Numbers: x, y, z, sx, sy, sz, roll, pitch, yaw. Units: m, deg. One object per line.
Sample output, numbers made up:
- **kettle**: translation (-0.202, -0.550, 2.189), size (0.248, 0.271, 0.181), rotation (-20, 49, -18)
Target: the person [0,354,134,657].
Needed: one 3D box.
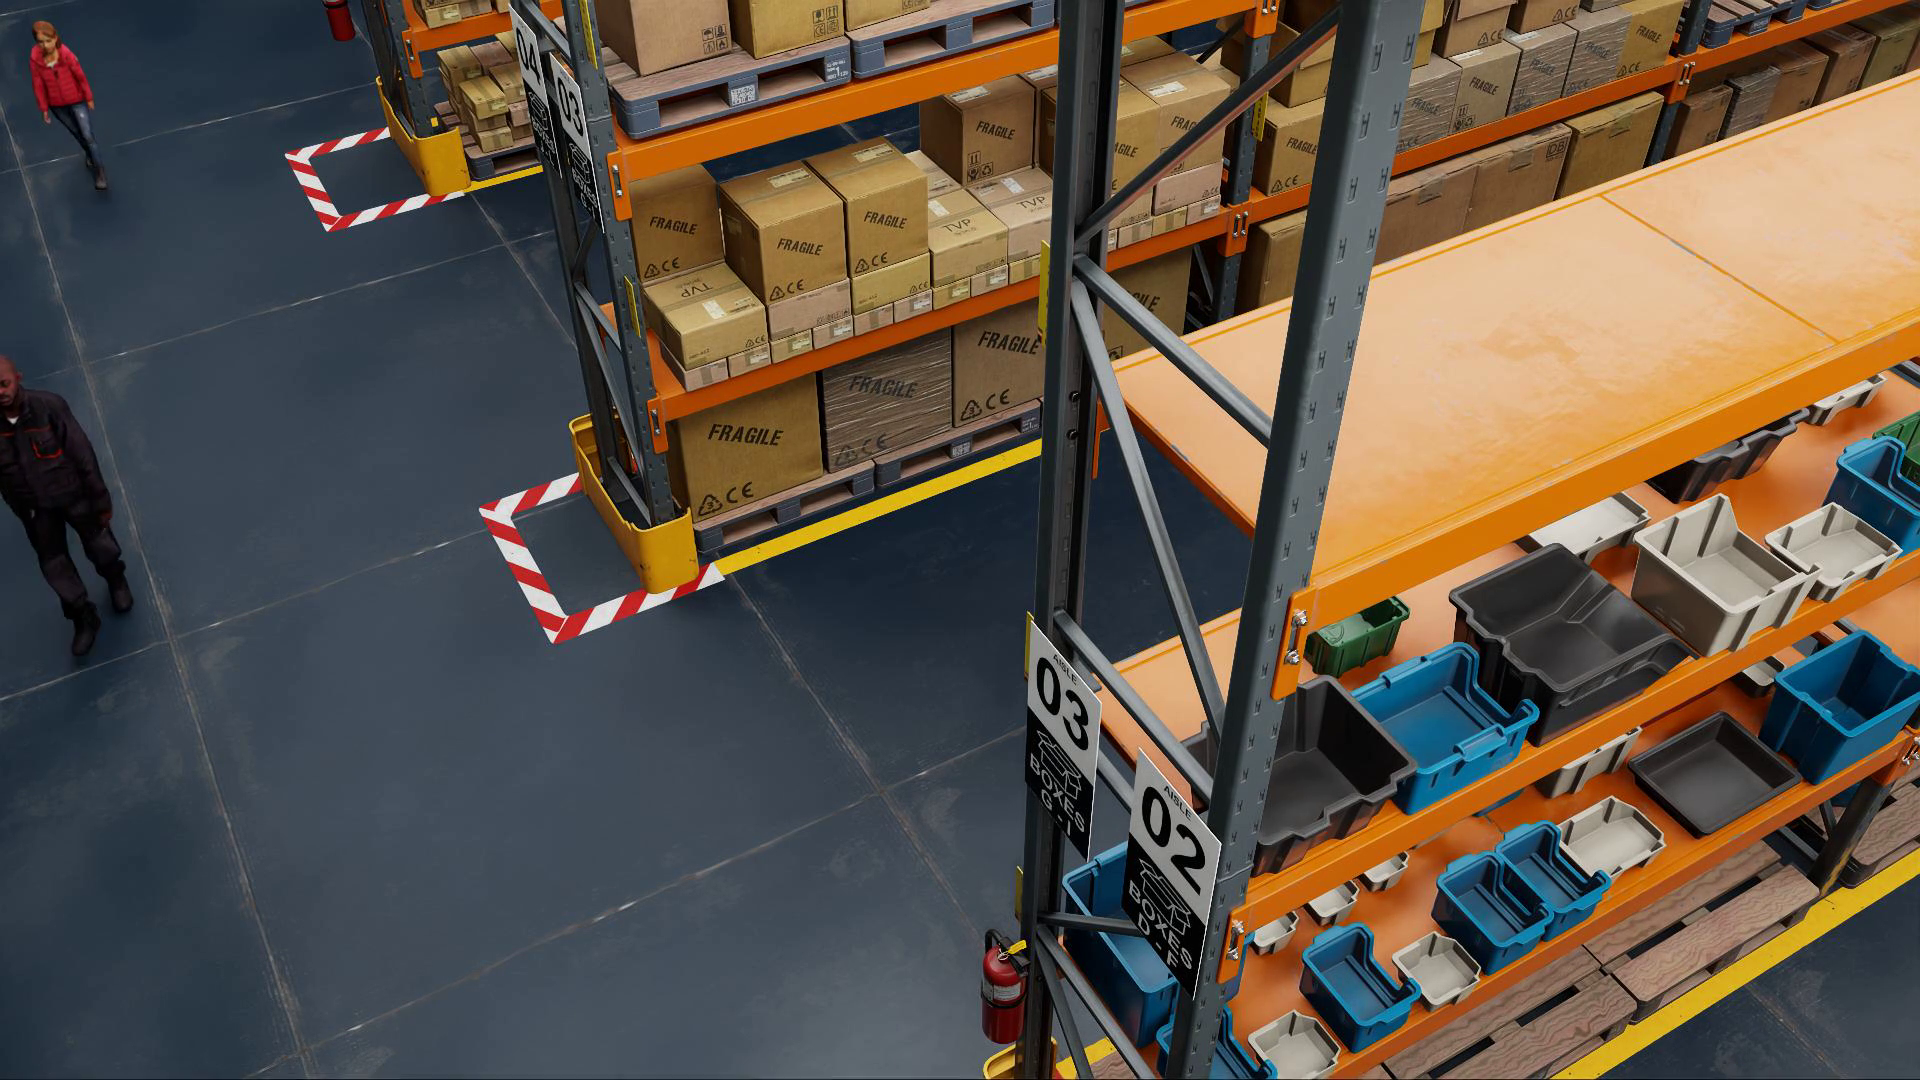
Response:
- **person**: translation (-4.968, -0.335, 9.147), size (0.924, 1.806, 0.891), rotation (-12, 44, -13)

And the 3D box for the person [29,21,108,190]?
- **person**: translation (-6.867, -3.390, 12.799), size (0.908, 1.286, 0.732), rotation (-11, 44, -11)
